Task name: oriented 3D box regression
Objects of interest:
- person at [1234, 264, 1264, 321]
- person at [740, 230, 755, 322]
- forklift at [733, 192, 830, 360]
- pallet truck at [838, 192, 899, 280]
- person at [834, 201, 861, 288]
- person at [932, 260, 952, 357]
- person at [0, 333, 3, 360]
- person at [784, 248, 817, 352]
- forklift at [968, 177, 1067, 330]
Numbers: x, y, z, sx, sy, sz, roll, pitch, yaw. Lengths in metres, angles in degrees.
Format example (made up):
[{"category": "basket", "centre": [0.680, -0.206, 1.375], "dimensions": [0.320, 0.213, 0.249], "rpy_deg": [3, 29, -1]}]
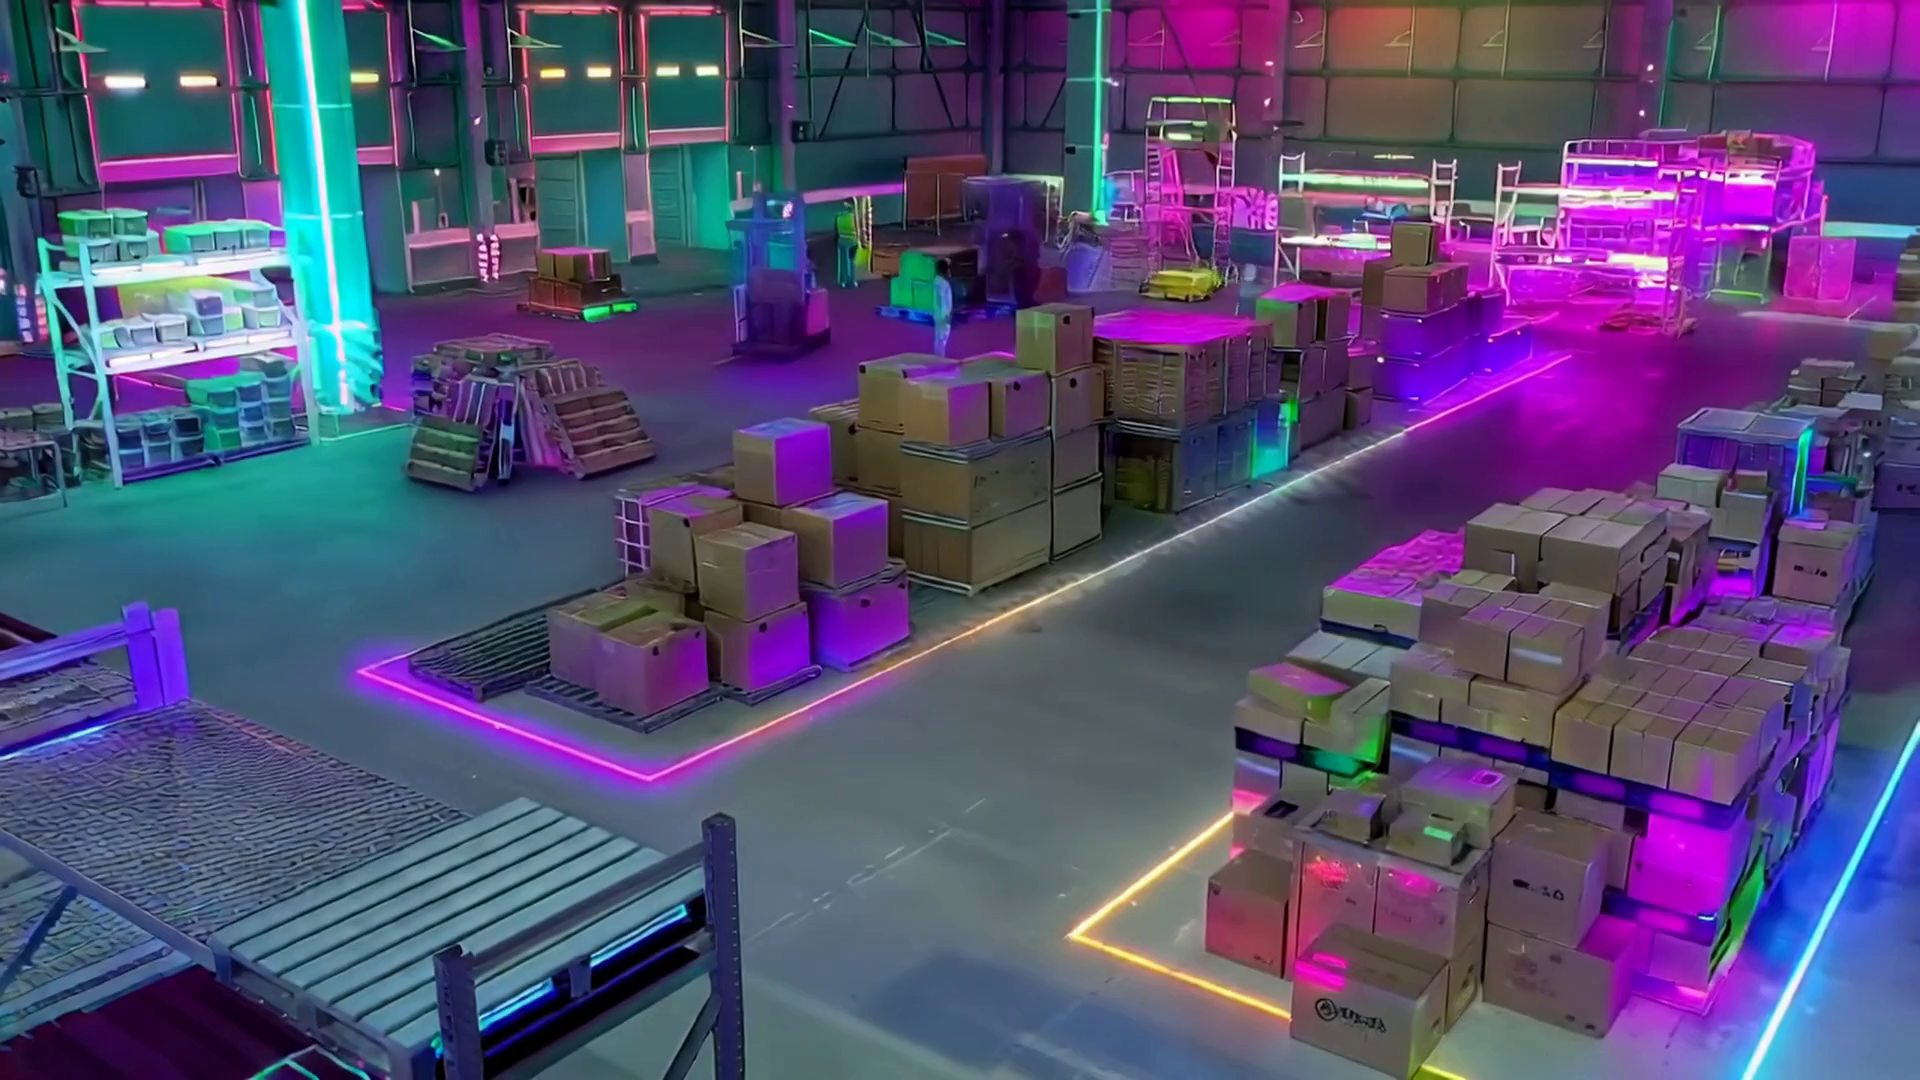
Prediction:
[{"category": "person", "centre": [5.097, -4.007, 29.096], "dimensions": [0.767, 1.673, 0.535], "rpy_deg": [-13, 21, -38]}, {"category": "person", "centre": [-4.072, -5.253, 32.786], "dimensions": [0.356, 1.930, 0.587], "rpy_deg": [11, 20, 33]}, {"category": "forklift", "centre": [-3.157, -4.737, 29.458], "dimensions": [1.129, 2.768, 1.873], "rpy_deg": [6, 18, 19]}, {"category": "pallet truck", "centre": [-1.936, -7.159, 38.982], "dimensions": [1.885, 1.965, 0.823], "rpy_deg": [-12, 21, -34]}, {"category": "person", "centre": [-2.523, -6.642, 37.405], "dimensions": [0.585, 1.919, 0.380], "rpy_deg": [-1, 17, -4]}, {"category": "person", "centre": [-0.280, -3.635, 27.413], "dimensions": [0.369, 1.940, 0.631], "rpy_deg": [-3, 17, -8]}, {"category": "person", "centre": [-14.935, -2.892, 25.430], "dimensions": [0.535, 1.659, 0.867], "rpy_deg": [-7, 18, -21]}, {"category": "person", "centre": [-2.841, -4.310, 29.673], "dimensions": [0.634, 1.930, 0.384], "rpy_deg": [-9, 19, -28]}, {"category": "forklift", "centre": [1.139, -5.646, 32.469], "dimensions": [1.129, 2.768, 1.873], "rpy_deg": [16, 23, 42]}]
